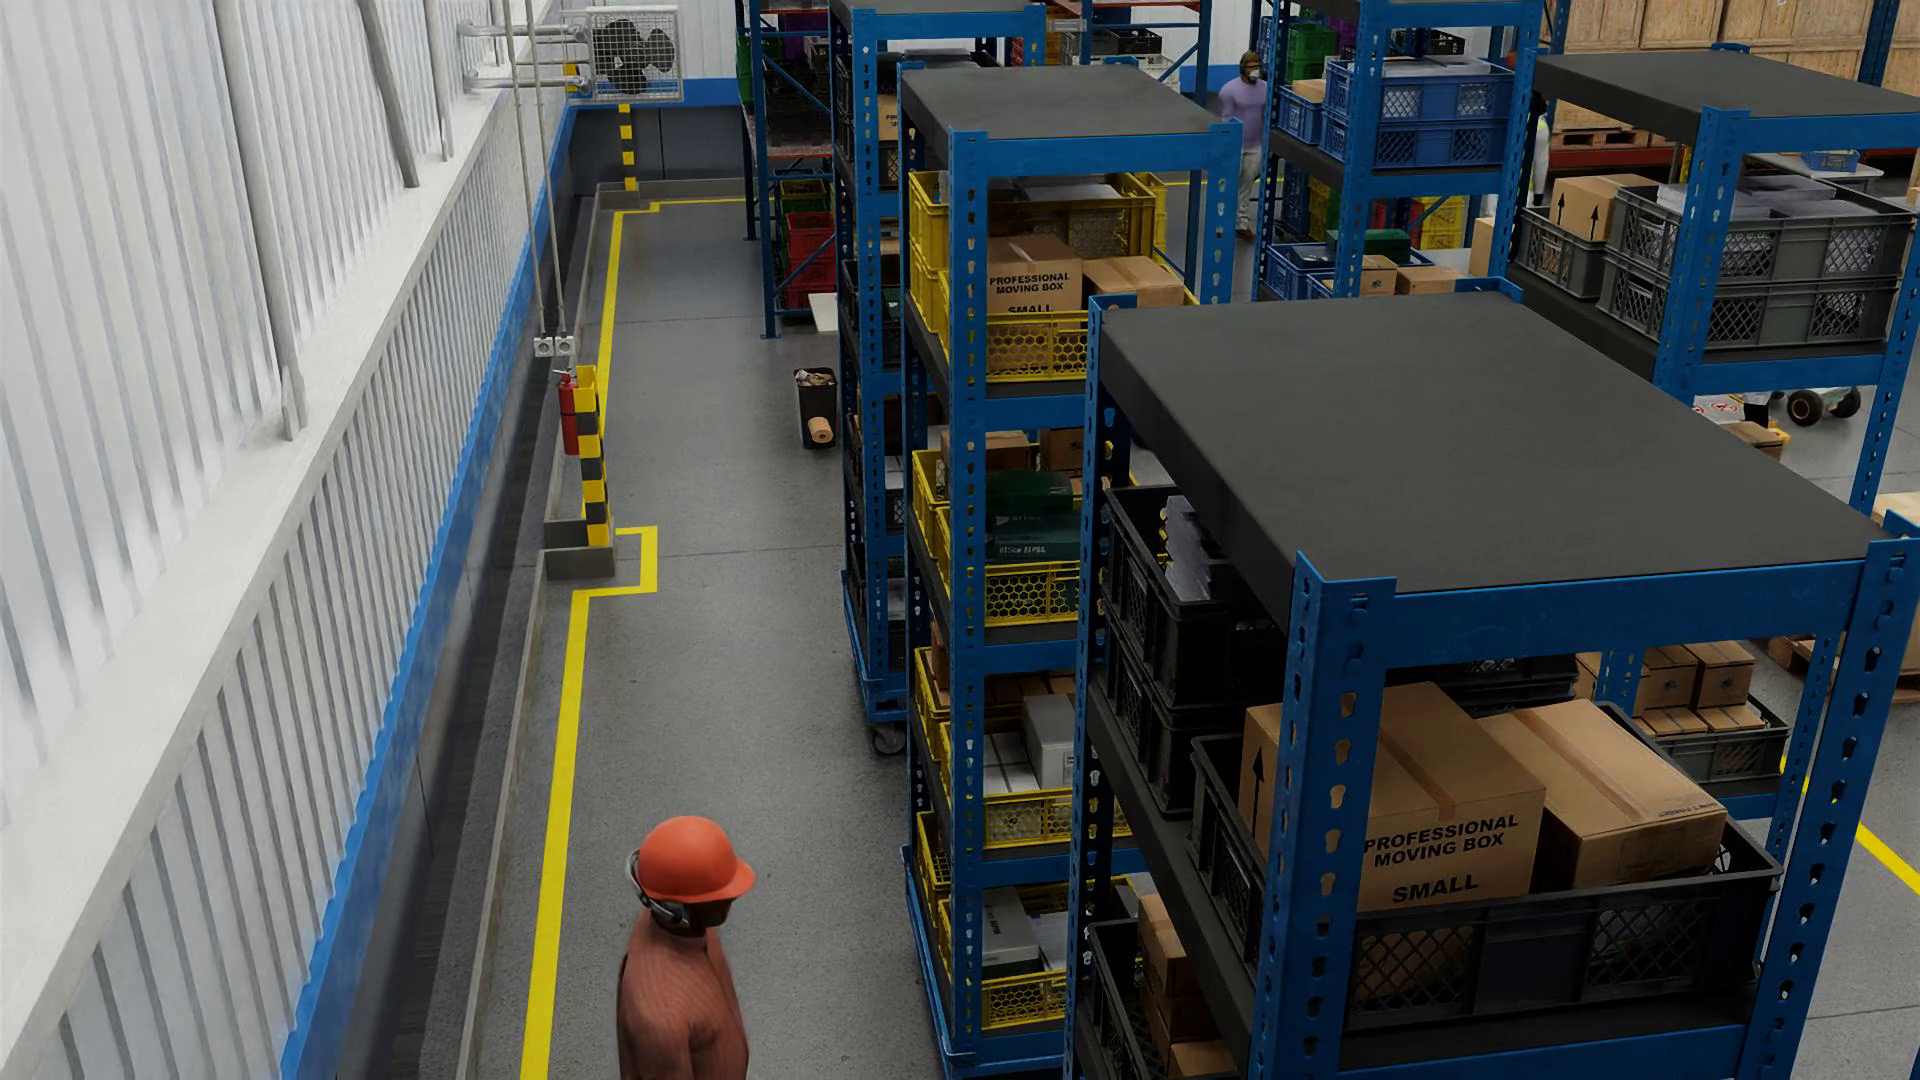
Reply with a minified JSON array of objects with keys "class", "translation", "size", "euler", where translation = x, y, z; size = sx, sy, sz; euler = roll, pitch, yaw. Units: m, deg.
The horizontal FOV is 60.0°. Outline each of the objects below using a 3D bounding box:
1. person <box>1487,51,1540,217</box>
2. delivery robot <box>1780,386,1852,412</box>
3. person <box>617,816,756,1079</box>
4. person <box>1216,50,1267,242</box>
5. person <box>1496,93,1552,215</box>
[{"class":"person","translation":[5.831,-4.168,17.479],"size":[0.718,1.849,0.530],"euler":[7,26,14]},{"class":"delivery robot","translation":[6.374,-1.269,12.578],"size":[0.477,0.478,0.707],"euler":[-11,27,-23]},{"class":"person","translation":[-0.740,1.628,4.701],"size":[0.417,1.984,0.618],"euler":[-1,25,-3]},{"class":"person","translation":[2.892,-4.008,16.997],"size":[0.627,1.941,0.373],"euler":[-13,28,-25]},{"class":"person","translation":[5.286,-3.343,15.672],"size":[0.430,1.840,0.621],"euler":[-10,26,-20]}]
